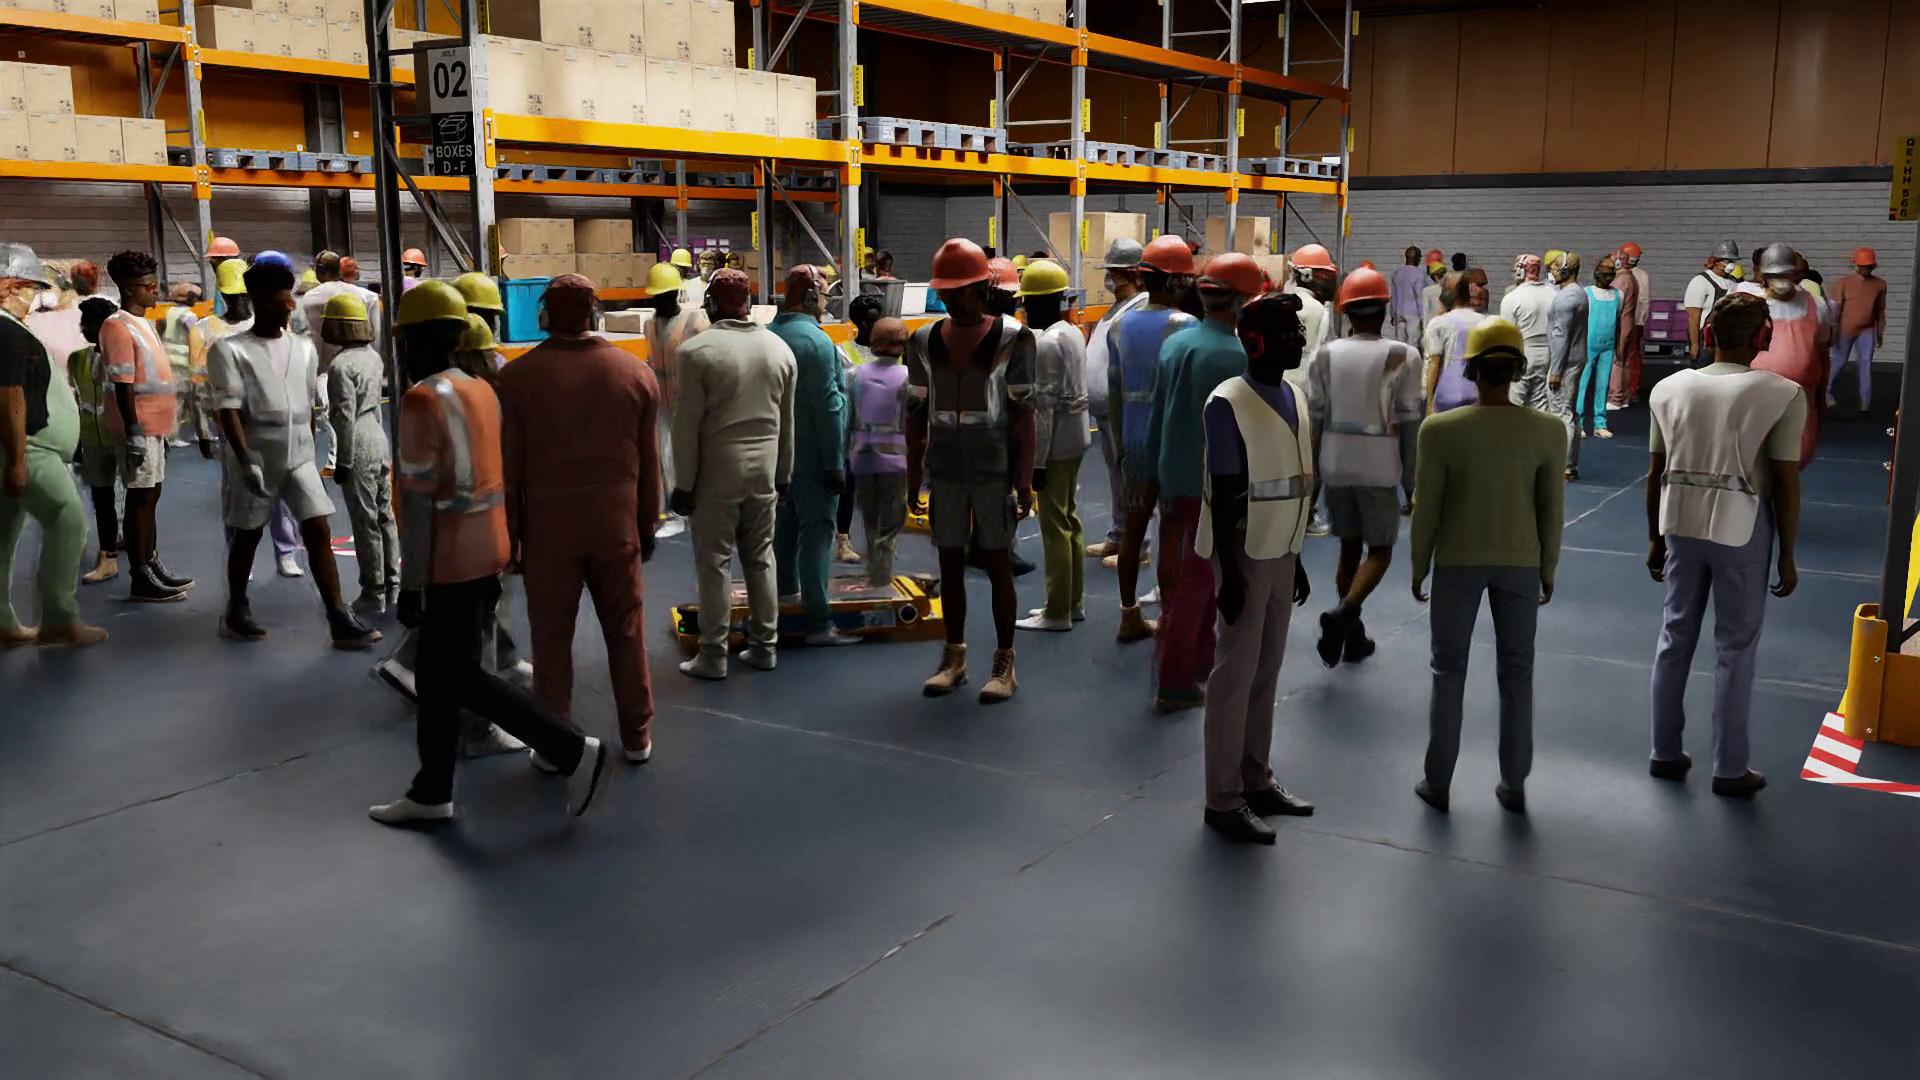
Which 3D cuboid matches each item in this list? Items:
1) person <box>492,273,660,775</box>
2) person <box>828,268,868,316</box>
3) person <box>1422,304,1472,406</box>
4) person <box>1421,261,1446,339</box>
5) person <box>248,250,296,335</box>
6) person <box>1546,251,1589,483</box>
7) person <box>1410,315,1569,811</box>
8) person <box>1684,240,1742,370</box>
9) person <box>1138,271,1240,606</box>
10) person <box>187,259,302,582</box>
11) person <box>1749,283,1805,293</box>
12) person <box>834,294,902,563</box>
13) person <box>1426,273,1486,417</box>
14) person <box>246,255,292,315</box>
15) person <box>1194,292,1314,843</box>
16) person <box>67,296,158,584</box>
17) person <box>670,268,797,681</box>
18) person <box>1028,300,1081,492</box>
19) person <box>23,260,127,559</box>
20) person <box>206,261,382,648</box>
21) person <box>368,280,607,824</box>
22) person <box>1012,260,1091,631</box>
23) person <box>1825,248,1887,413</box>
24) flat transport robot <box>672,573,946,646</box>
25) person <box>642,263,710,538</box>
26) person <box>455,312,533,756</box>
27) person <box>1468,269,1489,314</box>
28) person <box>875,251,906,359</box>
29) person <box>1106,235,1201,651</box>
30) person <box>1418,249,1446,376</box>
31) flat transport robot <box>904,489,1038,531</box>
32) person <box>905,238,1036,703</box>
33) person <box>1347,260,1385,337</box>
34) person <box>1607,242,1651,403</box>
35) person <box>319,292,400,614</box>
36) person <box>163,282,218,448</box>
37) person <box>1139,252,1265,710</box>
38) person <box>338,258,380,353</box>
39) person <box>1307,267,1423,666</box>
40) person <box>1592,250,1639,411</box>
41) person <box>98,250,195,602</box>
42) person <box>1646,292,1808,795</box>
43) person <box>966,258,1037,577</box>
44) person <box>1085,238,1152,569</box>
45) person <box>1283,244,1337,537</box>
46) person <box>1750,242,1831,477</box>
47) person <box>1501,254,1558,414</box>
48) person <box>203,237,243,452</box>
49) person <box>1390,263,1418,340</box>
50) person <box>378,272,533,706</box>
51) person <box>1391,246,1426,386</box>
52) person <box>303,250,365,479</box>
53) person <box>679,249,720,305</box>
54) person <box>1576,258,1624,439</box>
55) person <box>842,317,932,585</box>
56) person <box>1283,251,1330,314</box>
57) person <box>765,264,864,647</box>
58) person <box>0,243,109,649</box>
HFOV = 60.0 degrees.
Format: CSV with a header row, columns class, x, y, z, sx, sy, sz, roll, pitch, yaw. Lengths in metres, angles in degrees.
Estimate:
class,x,y,z,sx,sy,sz,roll,pitch,yaw
person,-1.466,-0.061,6.385,0.644,1.899,0.397,-5,11,-24
person,-1.144,-2.189,18.144,0.599,1.905,0.391,-4,11,-21
person,4.116,-1.282,13.979,0.507,1.586,0.881,-3,11,-15
person,6.450,-2.866,22.315,0.550,1.739,0.520,0,10,0
person,-5.516,-1.348,13.378,0.601,1.941,0.395,8,13,36
person,5.066,-1.441,13.941,0.367,1.932,0.622,5,12,27
person,1.860,0.090,5.909,0.525,1.762,0.339,1,10,7
person,7.761,-2.057,17.028,0.681,2.000,0.535,-5,11,-25
person,1.402,-0.595,9.390,0.953,1.877,0.622,-10,14,-43
person,-4.226,-0.703,9.883,0.595,1.913,0.399,-7,12,-34
person,7.955,-1.883,16.319,0.603,1.949,0.384,-2,10,-11
person,-0.596,-0.696,10.468,0.530,1.689,0.321,-5,11,-24
person,3.471,-0.963,11.665,0.541,1.779,0.976,-1,10,-7
person,-6.975,-1.926,16.740,0.597,1.879,0.911,-9,14,-41
person,1.015,0.080,5.716,0.389,1.850,0.566,7,12,35
person,-4.975,-0.578,9.776,0.540,1.698,0.318,1,10,5
person,-1.061,-0.302,7.722,0.653,1.895,0.401,-10,14,-43
person,0.662,-1.131,13.125,0.721,1.586,0.568,-4,11,-22
person,-5.508,-0.794,10.456,0.386,1.903,0.792,10,14,43
person,-3.384,-0.407,8.241,0.961,1.916,0.601,8,13,37
person,-1.646,0.064,5.686,0.791,1.891,0.609,0,10,2
person,0.469,-0.483,8.651,0.401,1.919,0.586,3,11,18
person,10.659,-2.507,19.830,0.669,1.943,1.003,1,10,8
flat transport robot,-0.749,0.349,8.599,1.431,0.197,0.652,-2,11,-13
person,-1.858,-0.968,11.462,0.596,1.885,0.754,6,12,31
person,-1.918,-0.022,6.581,0.299,1.743,0.488,-8,13,-37
person,7.060,-2.892,22.779,0.278,1.634,0.499,8,13,39
person,-0.782,-2.099,17.641,0.599,1.909,0.398,-8,13,-39
person,0.998,-0.472,8.241,0.378,2.044,0.607,-9,14,-42
person,6.459,-3.079,23.095,0.632,1.893,0.468,8,13,37
flat transport robot,0.084,-0.278,12.077,0.652,0.197,1.431,6,12,30
person,0.030,-0.296,7.320,0.612,2.029,0.407,4,11,21
person,5.401,-2.850,22.213,0.339,1.752,0.564,-8,13,-39
person,8.344,-2.711,20.788,0.392,1.991,0.612,-3,11,-14
person,-3.281,-0.467,9.040,0.308,1.744,0.485,1,10,5
person,-7.536,-1.713,16.283,0.528,1.605,0.679,10,14,43
person,1.136,-0.247,7.189,0.713,1.964,0.657,-6,12,-30
person,-5.941,-1.805,16.168,0.591,1.839,0.887,-4,11,-21
person,1.849,-0.314,7.779,0.546,1.902,0.749,7,12,33
person,7.831,-2.494,19.849,0.397,1.902,0.652,8,13,36
person,-4.601,-0.638,9.375,0.368,1.966,0.602,-3,11,-15
person,2.777,0.017,6.114,0.394,1.836,0.560,-8,13,-38
person,0.290,-0.721,9.982,0.558,1.906,0.812,-9,14,-42
person,0.988,-0.850,10.338,0.539,2.000,0.688,-2,10,-10
person,2.352,-1.023,11.436,0.391,1.991,0.613,-2,11,-14
person,5.552,-1.026,11.317,0.699,2.000,0.562,1,10,7
person,4.906,-1.522,14.472,0.648,1.900,0.400,-4,11,-21
person,-6.884,-1.823,15.723,0.377,2.045,0.605,-8,13,-37
person,6.933,-3.477,25.717,0.566,1.743,0.346,4,11,21
person,-2.241,-0.221,7.321,0.602,1.891,0.871,10,14,43
person,6.247,-3.103,23.112,0.373,1.940,0.629,-5,12,-27
person,-5.311,-1.483,14.129,0.372,1.940,0.631,4,11,22
person,-2.523,-1.961,16.823,0.635,1.932,0.363,1,10,8
person,6.513,-1.947,16.976,0.505,1.840,0.346,-1,10,-6
person,-0.360,-0.376,8.875,0.531,1.619,0.659,4,11,22
person,3.706,-2.183,18.111,0.399,1.905,0.642,-7,12,-34
person,-0.759,-0.420,8.341,0.410,1.905,0.640,-8,13,-37
person,-4.590,-0.466,8.211,0.678,2.000,0.698,-10,14,-44
